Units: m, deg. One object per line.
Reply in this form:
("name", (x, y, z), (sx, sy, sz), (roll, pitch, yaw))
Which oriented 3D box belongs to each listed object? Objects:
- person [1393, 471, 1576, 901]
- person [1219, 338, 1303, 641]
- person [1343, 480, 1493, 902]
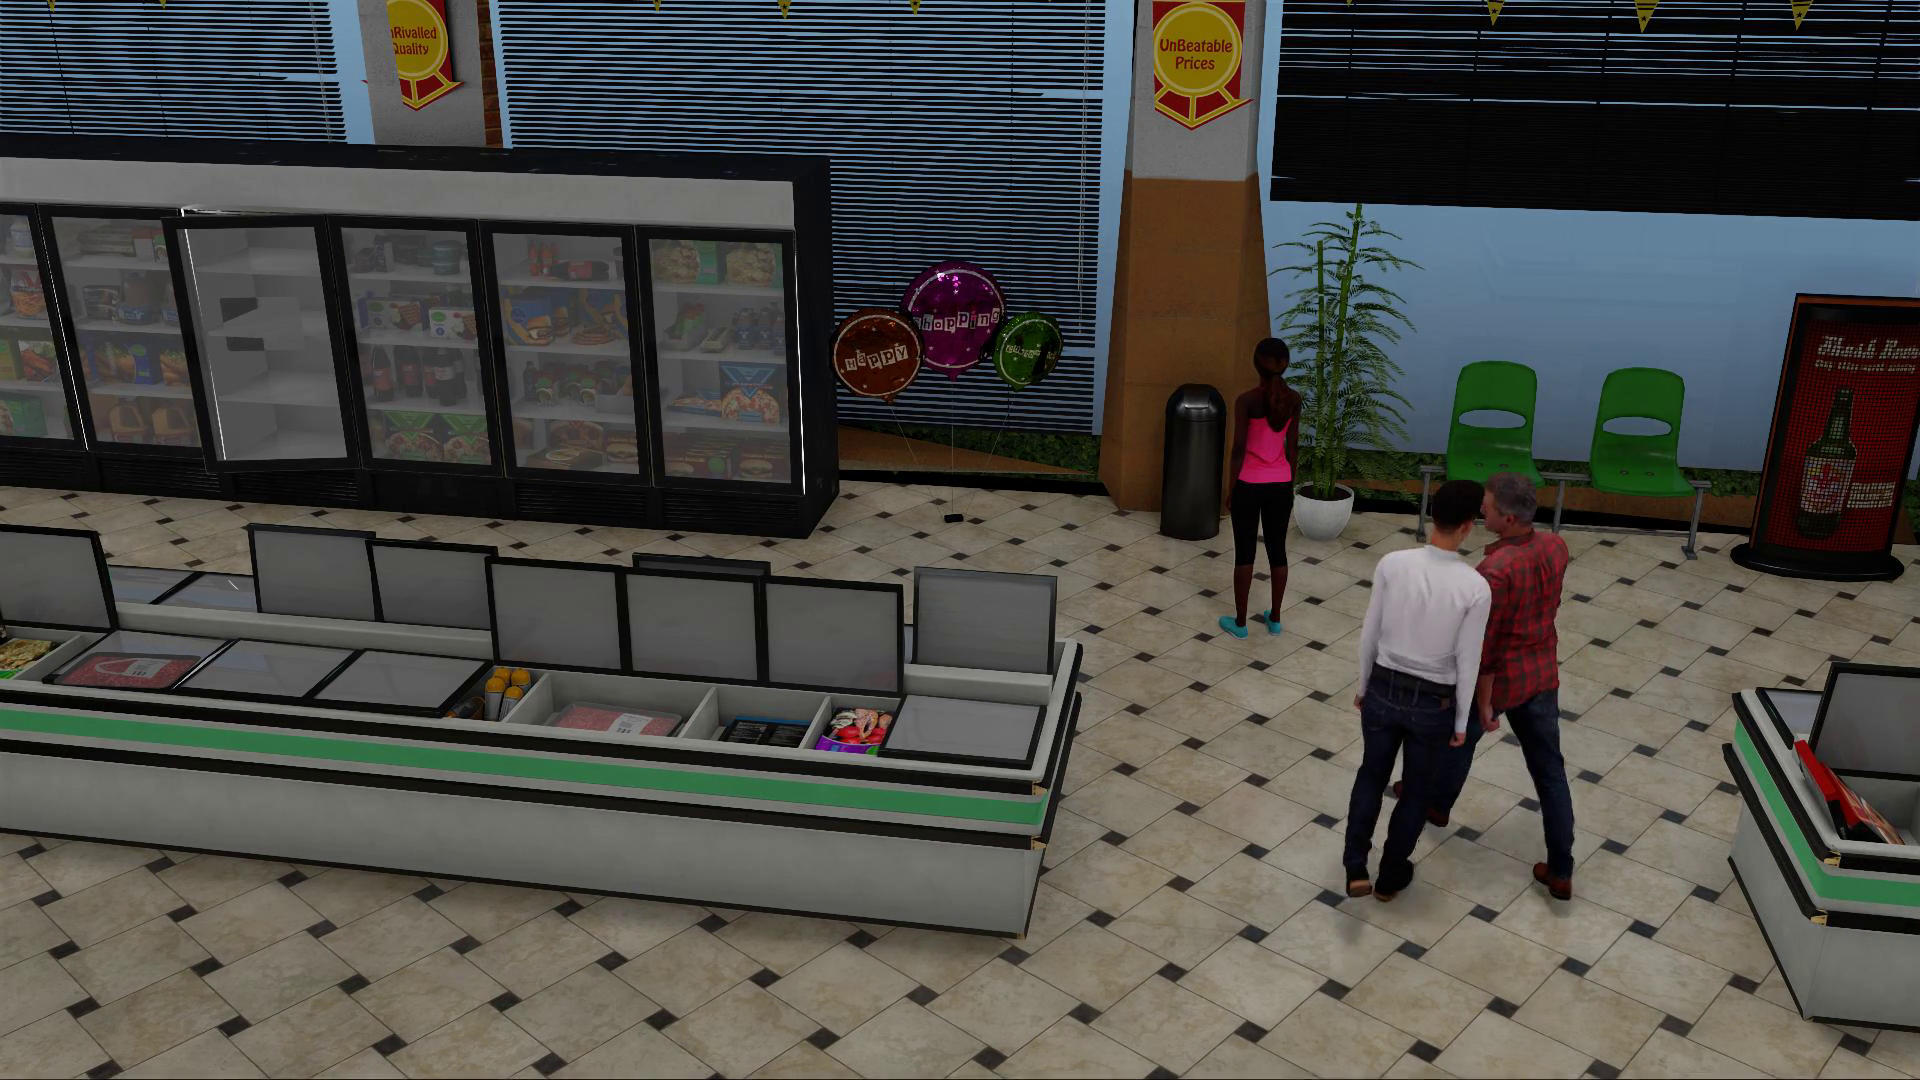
("person", (2.314, 0.626, 6.808), (1.298, 1.773, 1.253), (-8, 23, -20))
("person", (1.662, -0.279, 9.126), (0.601, 1.723, 0.694), (-5, 22, -11))
("person", (1.776, 0.669, 6.602), (0.913, 1.846, 0.891), (11, 24, 25))
